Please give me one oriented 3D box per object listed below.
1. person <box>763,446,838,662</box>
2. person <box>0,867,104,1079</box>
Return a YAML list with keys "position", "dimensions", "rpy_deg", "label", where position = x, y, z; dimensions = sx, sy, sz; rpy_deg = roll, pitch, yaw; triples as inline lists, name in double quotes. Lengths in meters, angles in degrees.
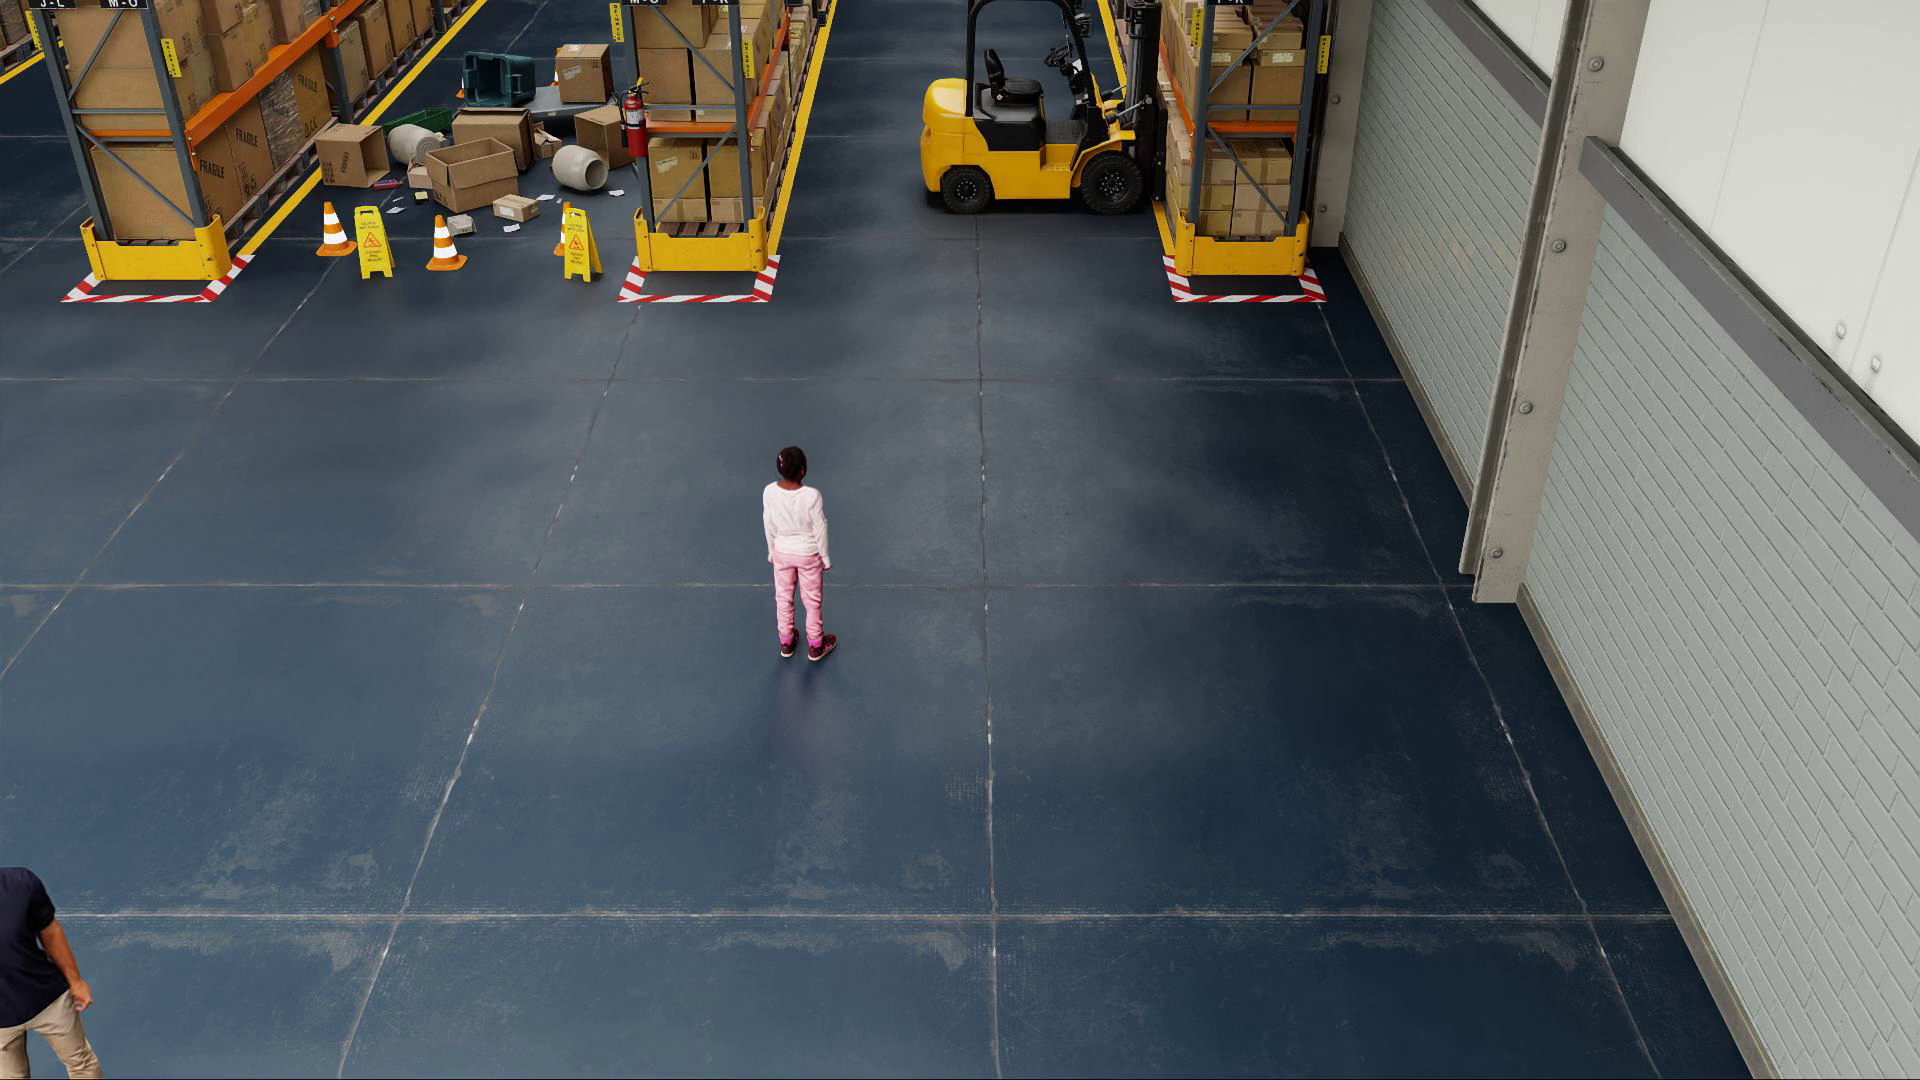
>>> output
- position: [-0.974, 0.065, 9.948]
  dimensions: [0.598, 1.444, 0.570]
  rpy_deg: [8, 33, 13]
  label: "person"
- position: [-3.807, 1.858, 6.719]
  dimensions: [0.721, 1.858, 0.726]
  rpy_deg: [-20, 37, -28]
  label: "person"
